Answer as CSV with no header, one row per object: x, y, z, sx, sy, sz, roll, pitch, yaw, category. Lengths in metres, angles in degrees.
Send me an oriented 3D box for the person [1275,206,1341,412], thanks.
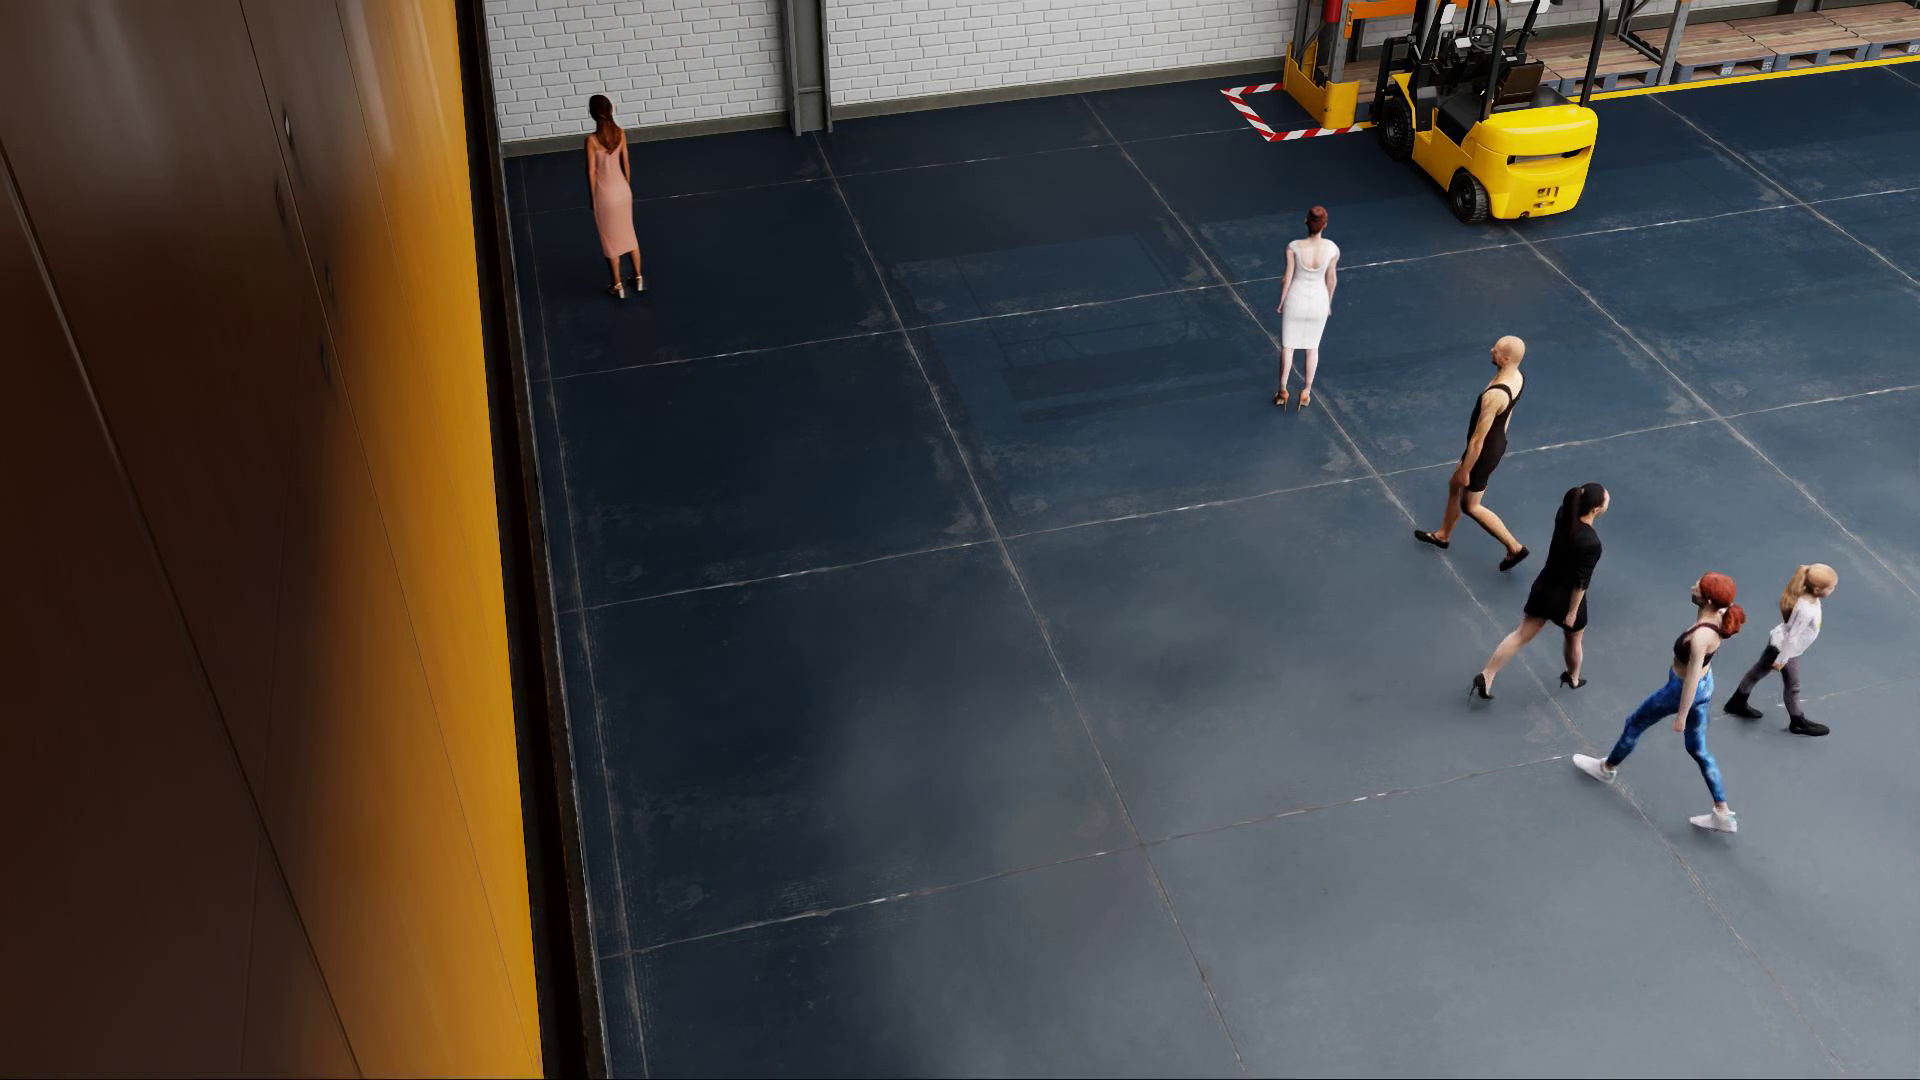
2.669,-1.793,12.878,0.543,1.793,0.693,5,39,6,person

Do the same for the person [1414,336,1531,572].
3.642,-0.551,11.323,1.129,1.792,1.081,22,43,25,person

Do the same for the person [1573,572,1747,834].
4.210,0.960,9.475,1.066,1.738,1.216,31,48,33,person

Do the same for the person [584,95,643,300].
-2.986,-2.945,14.291,0.710,1.831,0.612,30,48,32,person

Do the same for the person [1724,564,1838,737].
5.025,0.644,10.256,0.897,1.257,0.779,13,41,16,person

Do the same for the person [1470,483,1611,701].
3.599,0.374,10.275,1.047,1.655,0.605,-10,40,-12,person
